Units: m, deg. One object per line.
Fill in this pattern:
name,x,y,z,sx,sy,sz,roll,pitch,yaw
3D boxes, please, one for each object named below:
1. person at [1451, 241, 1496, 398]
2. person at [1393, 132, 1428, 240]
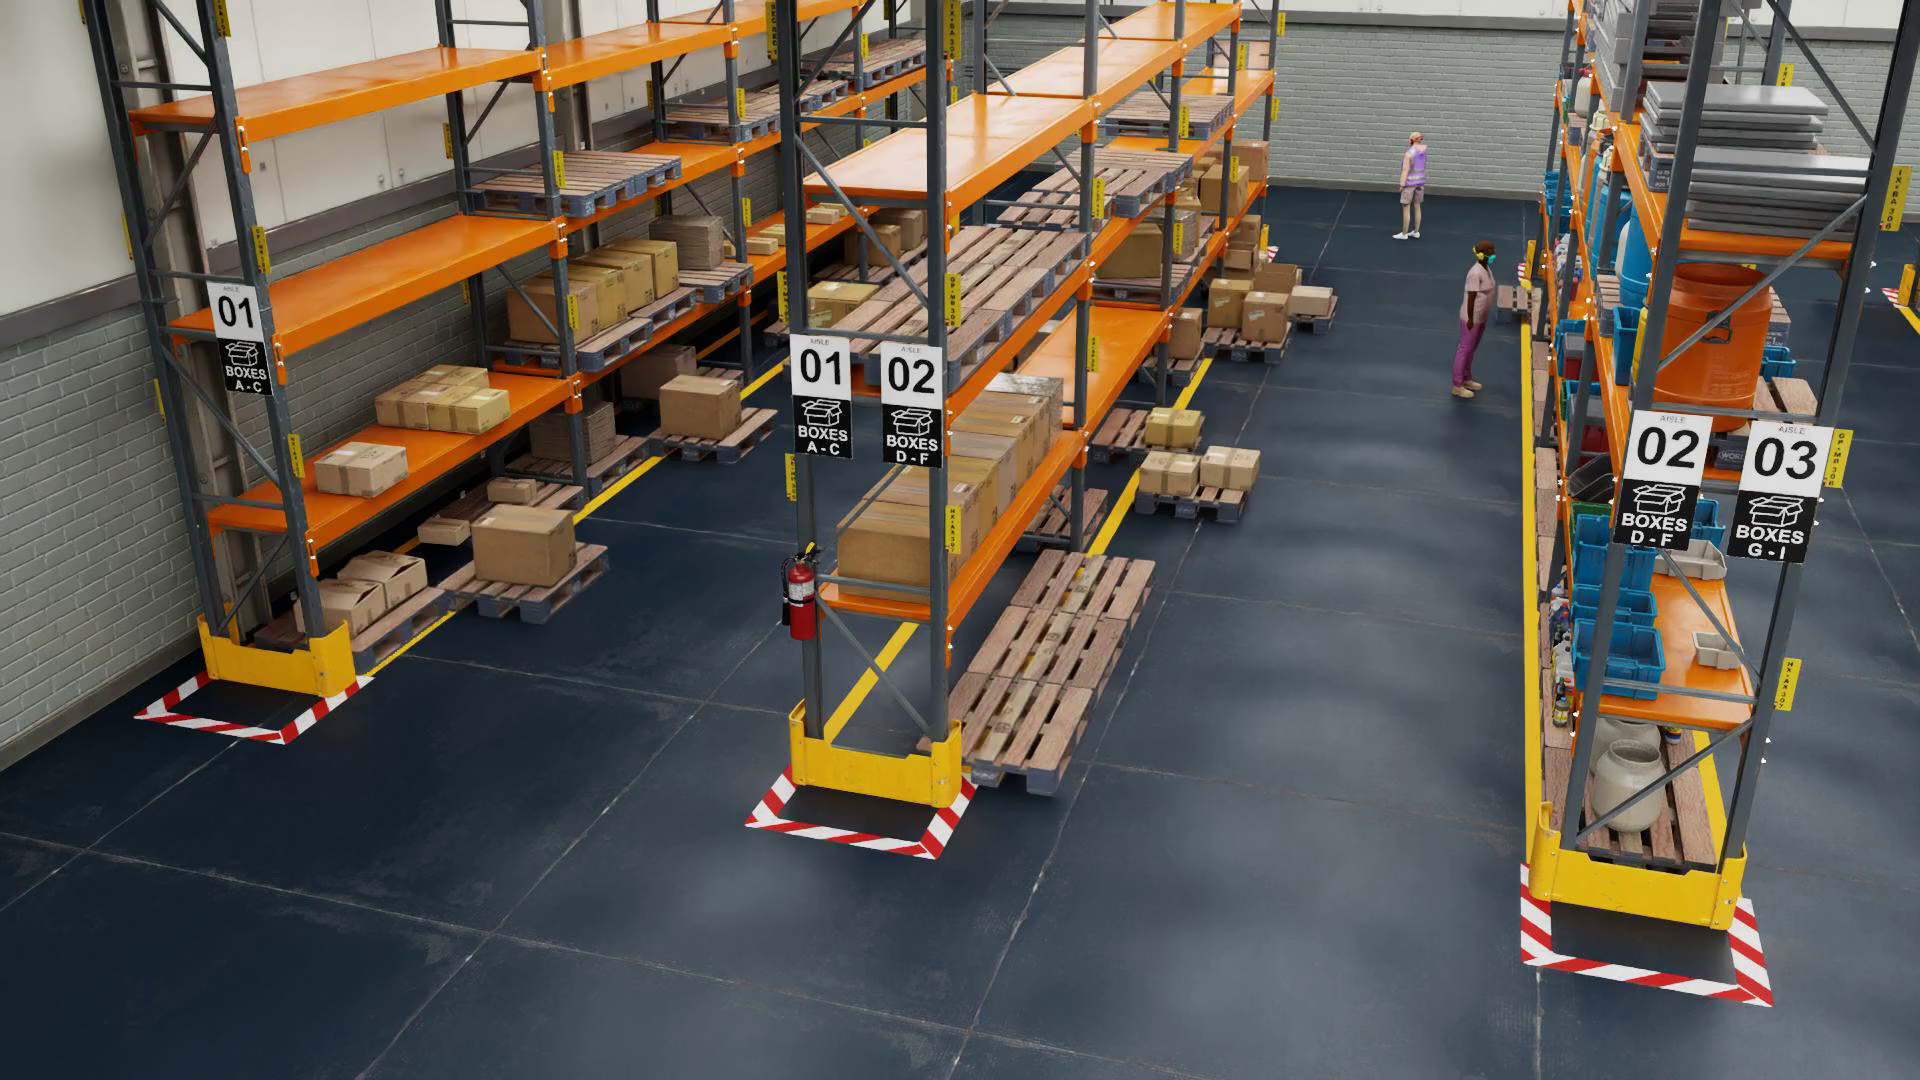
person,5.946,-2.560,19.175,0.330,1.800,0.536,15,27,30
person,7.185,-5.622,26.420,0.488,1.688,0.350,-14,27,-29
